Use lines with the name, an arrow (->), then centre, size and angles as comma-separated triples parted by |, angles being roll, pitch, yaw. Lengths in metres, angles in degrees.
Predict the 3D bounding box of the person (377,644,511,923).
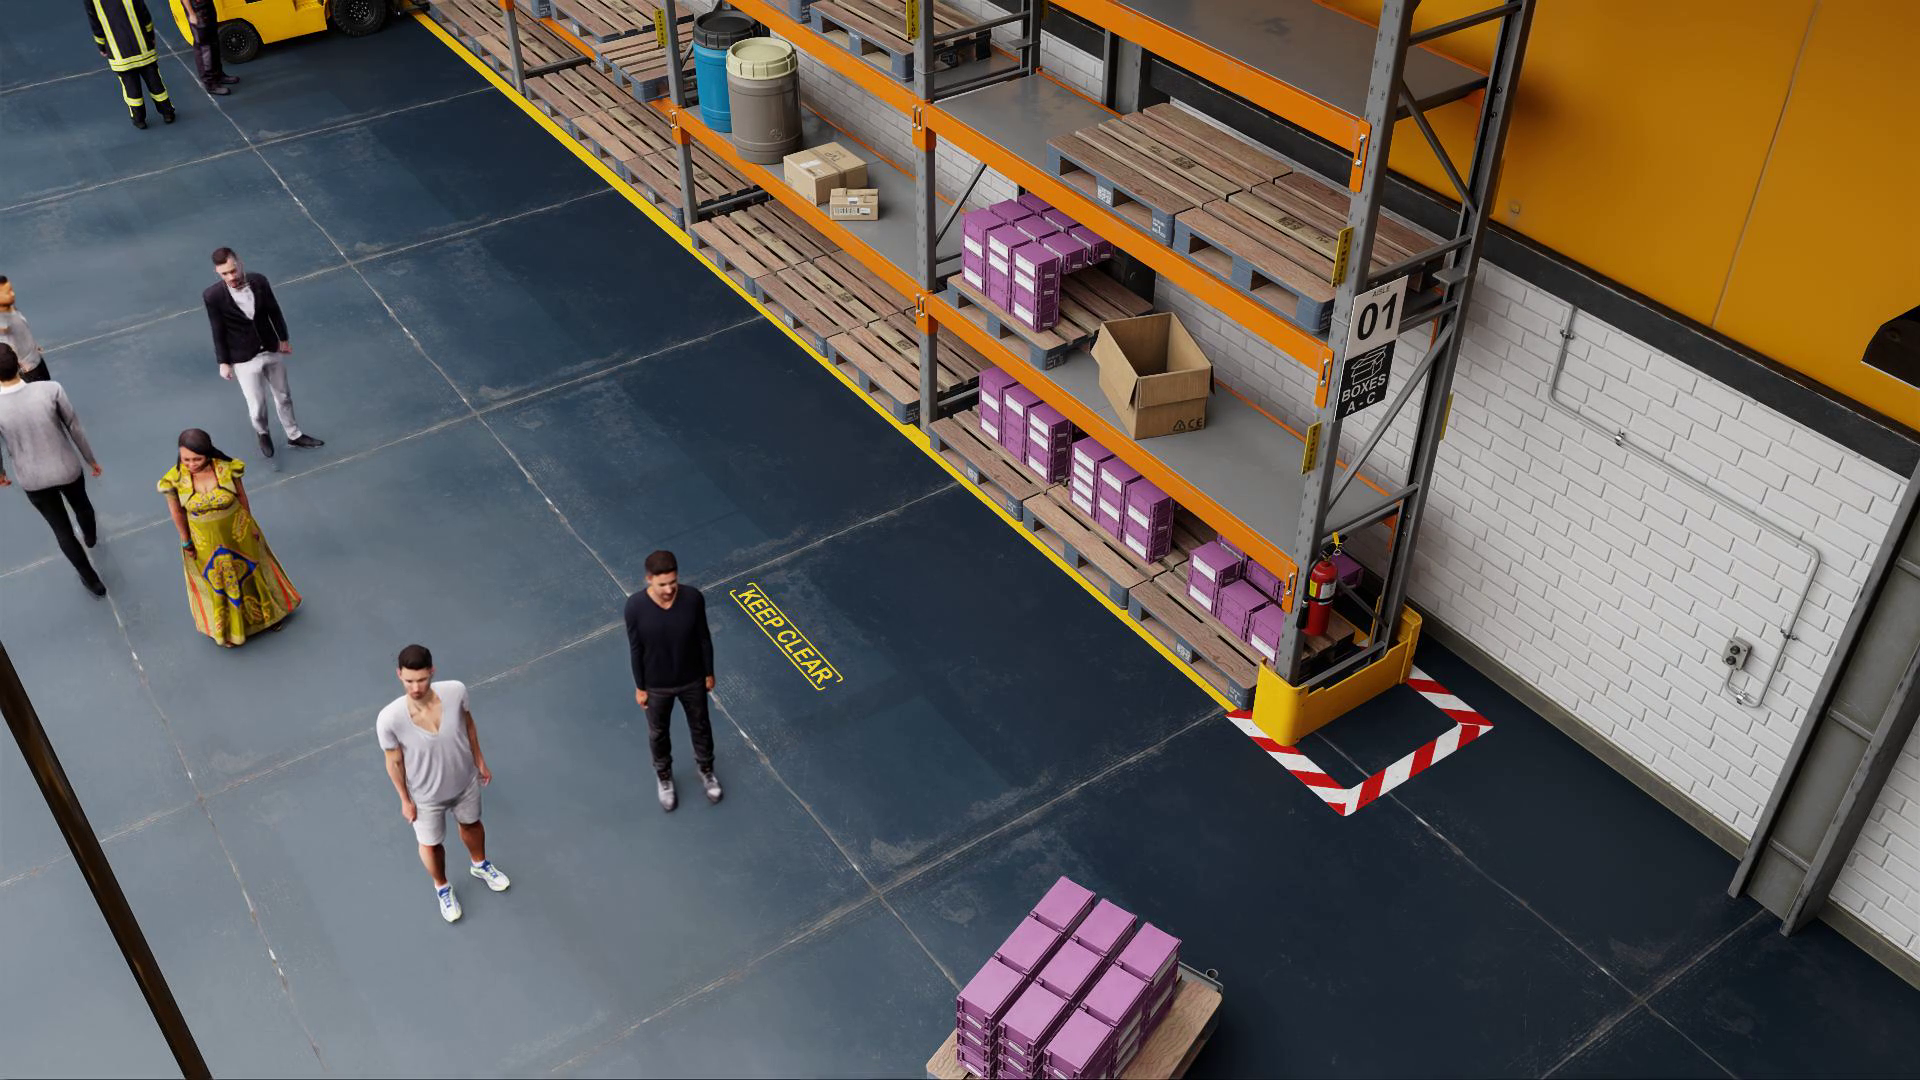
person -> -2.842, 1.285, 9.080 | 0.697, 1.853, 0.601 | -28, 47, -31

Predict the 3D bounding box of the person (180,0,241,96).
person -> -8.214, -5.749, 17.891 | 0.803, 1.848, 0.710 | 1, 39, 1

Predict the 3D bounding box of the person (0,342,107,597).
person -> -6.105, -0.417, 11.182 | 0.792, 1.889, 1.100 | -25, 45, -28

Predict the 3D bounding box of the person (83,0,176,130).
person -> -8.609, -5.173, 17.161 | 0.765, 1.859, 0.705 | -19, 42, -22

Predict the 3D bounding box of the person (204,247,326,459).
person -> -5.308, -1.407, 12.465 | 0.715, 1.834, 0.792 | 22, 44, 25

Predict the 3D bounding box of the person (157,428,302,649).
person -> -4.850, -0.047, 10.903 | 0.831, 1.659, 0.743 | -23, 44, -26

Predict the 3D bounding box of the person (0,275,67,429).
person -> -7.233, -1.432, 12.801 | 0.709, 1.454, 0.598 | -5, 39, -7

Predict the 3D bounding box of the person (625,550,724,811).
person -> -1.673, 0.789, 9.691 | 0.698, 1.866, 0.665 | -10, 40, -13
